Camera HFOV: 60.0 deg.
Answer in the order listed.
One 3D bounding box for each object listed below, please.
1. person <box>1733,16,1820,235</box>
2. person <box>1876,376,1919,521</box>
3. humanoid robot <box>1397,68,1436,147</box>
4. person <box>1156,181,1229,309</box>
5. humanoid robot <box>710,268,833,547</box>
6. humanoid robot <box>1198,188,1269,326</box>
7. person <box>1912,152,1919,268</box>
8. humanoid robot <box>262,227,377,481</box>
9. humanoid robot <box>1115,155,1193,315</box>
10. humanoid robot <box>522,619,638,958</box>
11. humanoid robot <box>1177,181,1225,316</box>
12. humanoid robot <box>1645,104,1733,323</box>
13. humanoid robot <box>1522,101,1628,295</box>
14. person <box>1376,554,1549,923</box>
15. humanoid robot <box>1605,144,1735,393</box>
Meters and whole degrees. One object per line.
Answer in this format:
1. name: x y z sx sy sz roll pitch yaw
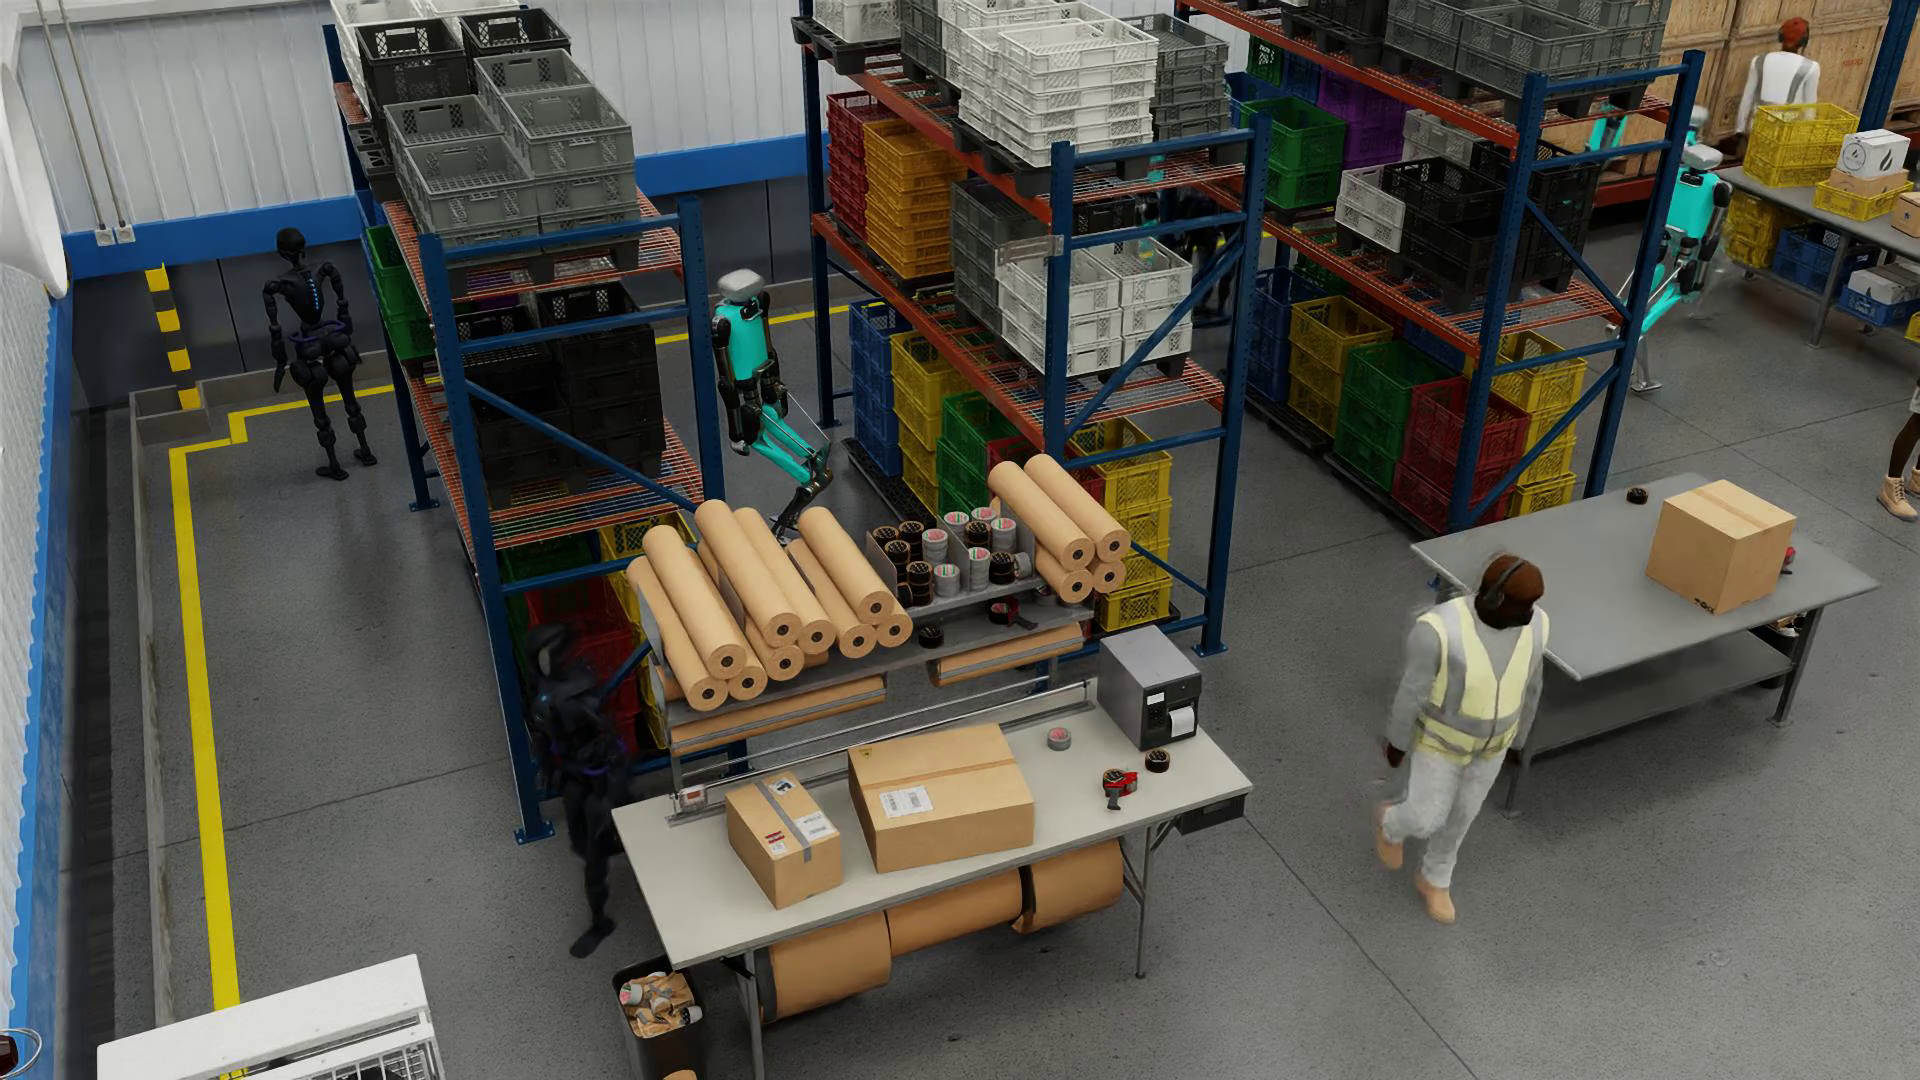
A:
1. person: 6.928 -3.509 14.153 0.818 1.856 0.591 -24 39 -33
2. person: 6.052 -1.083 10.040 0.605 2.044 0.370 -12 34 -19
3. humanoid robot: 3.648 -3.254 13.896 0.599 1.659 0.315 3 32 5
4. person: 1.763 -2.597 12.706 0.622 1.812 0.446 9 33 15
5. humanoid robot: -1.025 -0.719 9.610 0.735 1.677 0.533 14 34 21
6. humanoid robot: 2.138 -2.424 12.598 0.617 1.651 0.606 -10 33 -15
7. person: 7.553 -2.774 12.899 0.437 1.934 0.616 17 36 26
8. humanoid robot: -4.073 -1.182 10.532 0.315 1.657 0.599 23 39 33
9. humanoid robot: 1.336 -2.206 12.228 0.705 1.865 0.542 -16 35 -24
10. humanoid robot: -1.520 0.994 7.035 0.614 1.635 0.614 24 39 33
11. humanoid robot: 1.837 -2.510 12.706 0.435 1.653 0.601 -4 32 -6
12. humanoid robot: 5.521 -2.349 12.404 0.910 1.776 0.557 10 33 15
13. humanoid robot: 4.742 -2.794 13.128 0.825 1.791 0.571 11 33 17
14. person: 2.145 0.833 7.136 0.642 1.823 0.475 -6 32 -10
15. humanoid robot: 4.787 -1.837 11.458 0.734 1.690 0.531 -19 37 -28
